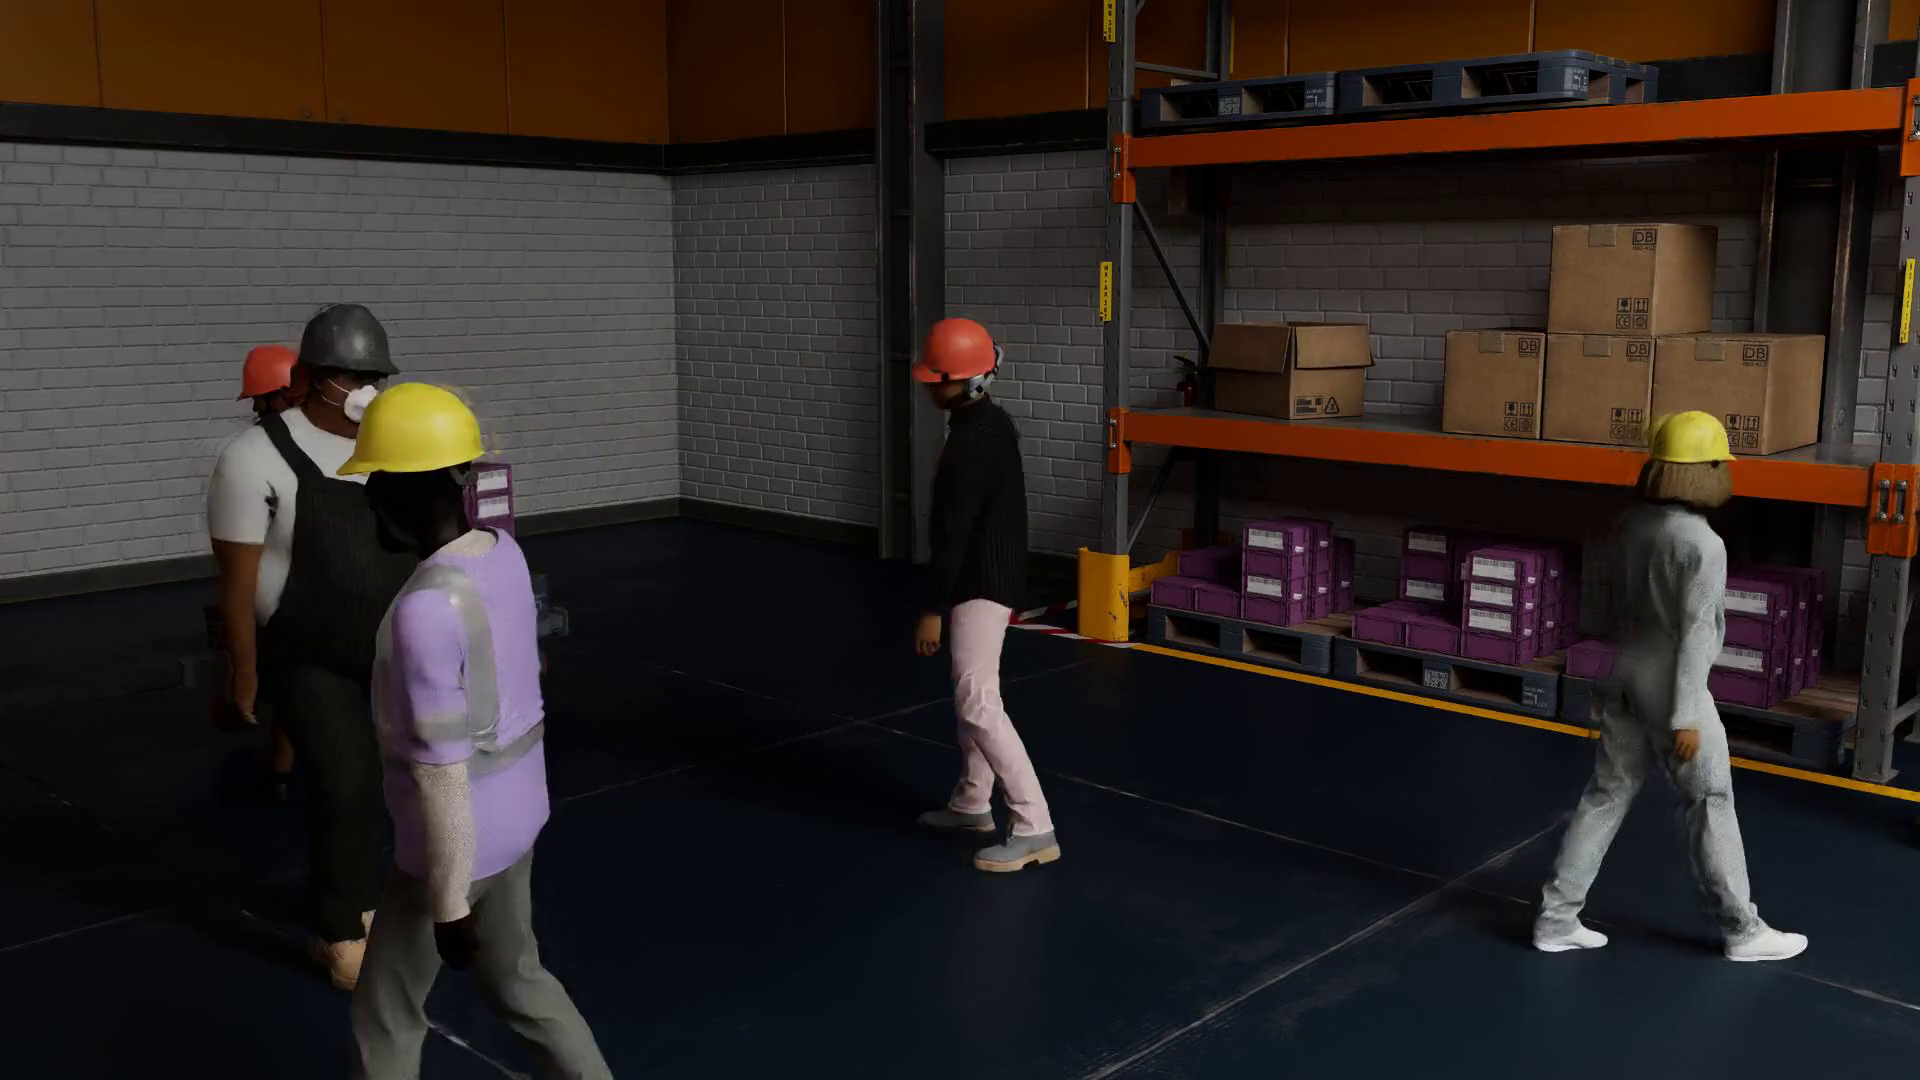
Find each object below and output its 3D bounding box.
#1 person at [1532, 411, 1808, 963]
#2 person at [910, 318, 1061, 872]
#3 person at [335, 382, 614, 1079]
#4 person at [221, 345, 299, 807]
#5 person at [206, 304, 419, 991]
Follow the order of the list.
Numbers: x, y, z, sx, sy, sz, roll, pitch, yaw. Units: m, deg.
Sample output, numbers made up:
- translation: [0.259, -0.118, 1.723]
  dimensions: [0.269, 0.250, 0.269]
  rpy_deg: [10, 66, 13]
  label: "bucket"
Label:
- translation: [2.175, 0.457, 5.055]
  dimensions: [0.821, 1.699, 0.502]
  rpy_deg: [-2, 9, -10]
  label: "person"
- translation: [0.097, 0.190, 5.993]
  dimensions: [0.508, 1.972, 0.682]
  rpy_deg: [2, 9, 10]
  label: "person"
- translation: [-1.077, 0.606, 3.552]
  dimensions: [0.845, 1.896, 0.591]
  rpy_deg: [1, 9, 4]
  label: "person"
- translation: [-2.336, 0.164, 6.444]
  dimensions: [1.130, 1.854, 0.572]
  rpy_deg: [2, 9, 11]
  label: "person"
- translation: [-1.784, 0.302, 4.962]
  dimensions: [0.693, 2.000, 0.699]
  rpy_deg: [7, 12, 36]
  label: "person"
